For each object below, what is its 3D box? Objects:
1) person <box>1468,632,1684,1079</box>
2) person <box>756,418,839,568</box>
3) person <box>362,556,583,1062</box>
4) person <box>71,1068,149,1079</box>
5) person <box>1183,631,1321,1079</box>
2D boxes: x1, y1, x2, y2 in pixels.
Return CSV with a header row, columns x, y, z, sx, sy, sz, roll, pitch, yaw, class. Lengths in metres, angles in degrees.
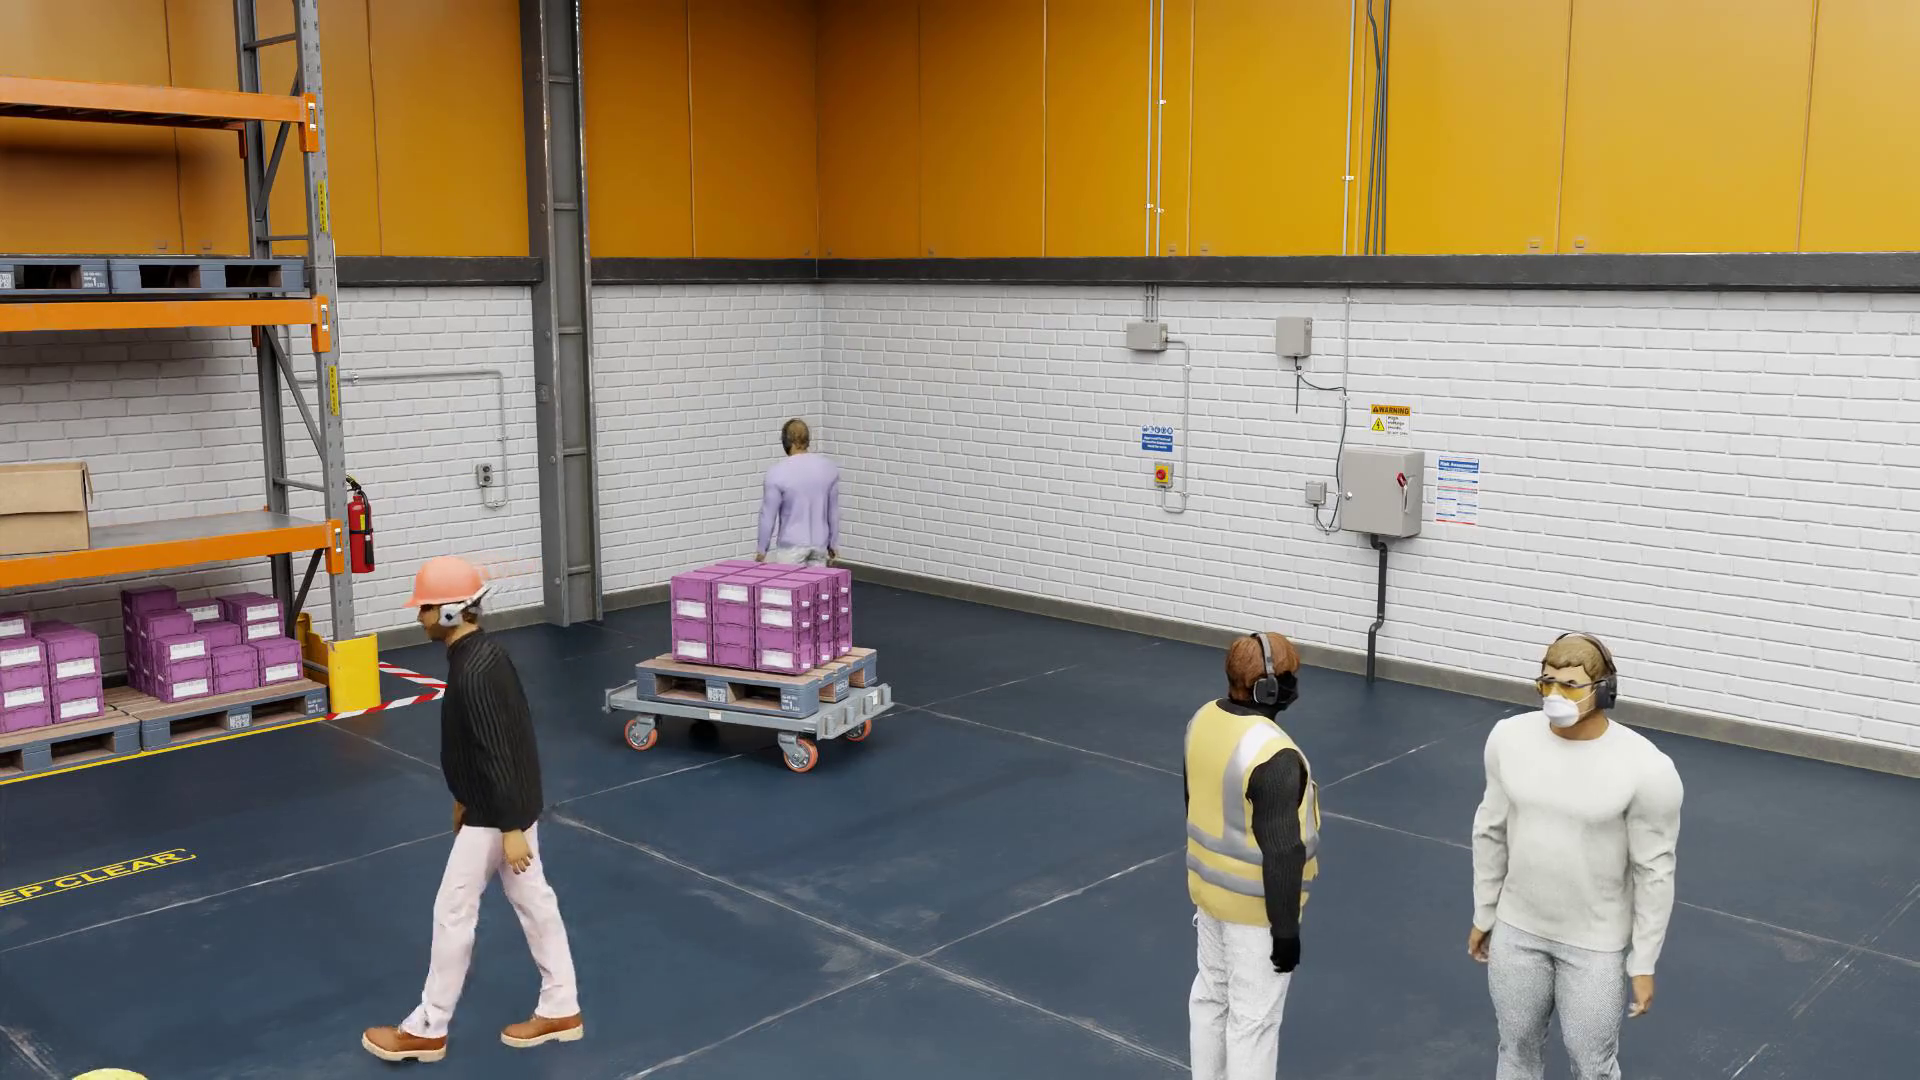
x,y,z,sx,sy,sz,roll,pitch,yaw,class
1.878,1.233,5.177,0.627,1.941,0.374,9,13,44,person
-1.206,0.052,12.442,0.650,1.931,0.417,-8,12,-39,person
-1.911,1.033,6.372,0.923,1.945,0.643,-1,9,-8,person
-1.366,1.720,2.871,0.658,1.722,0.489,-2,9,-12,person
0.981,1.212,5.602,0.430,1.845,0.624,-3,10,-17,person
